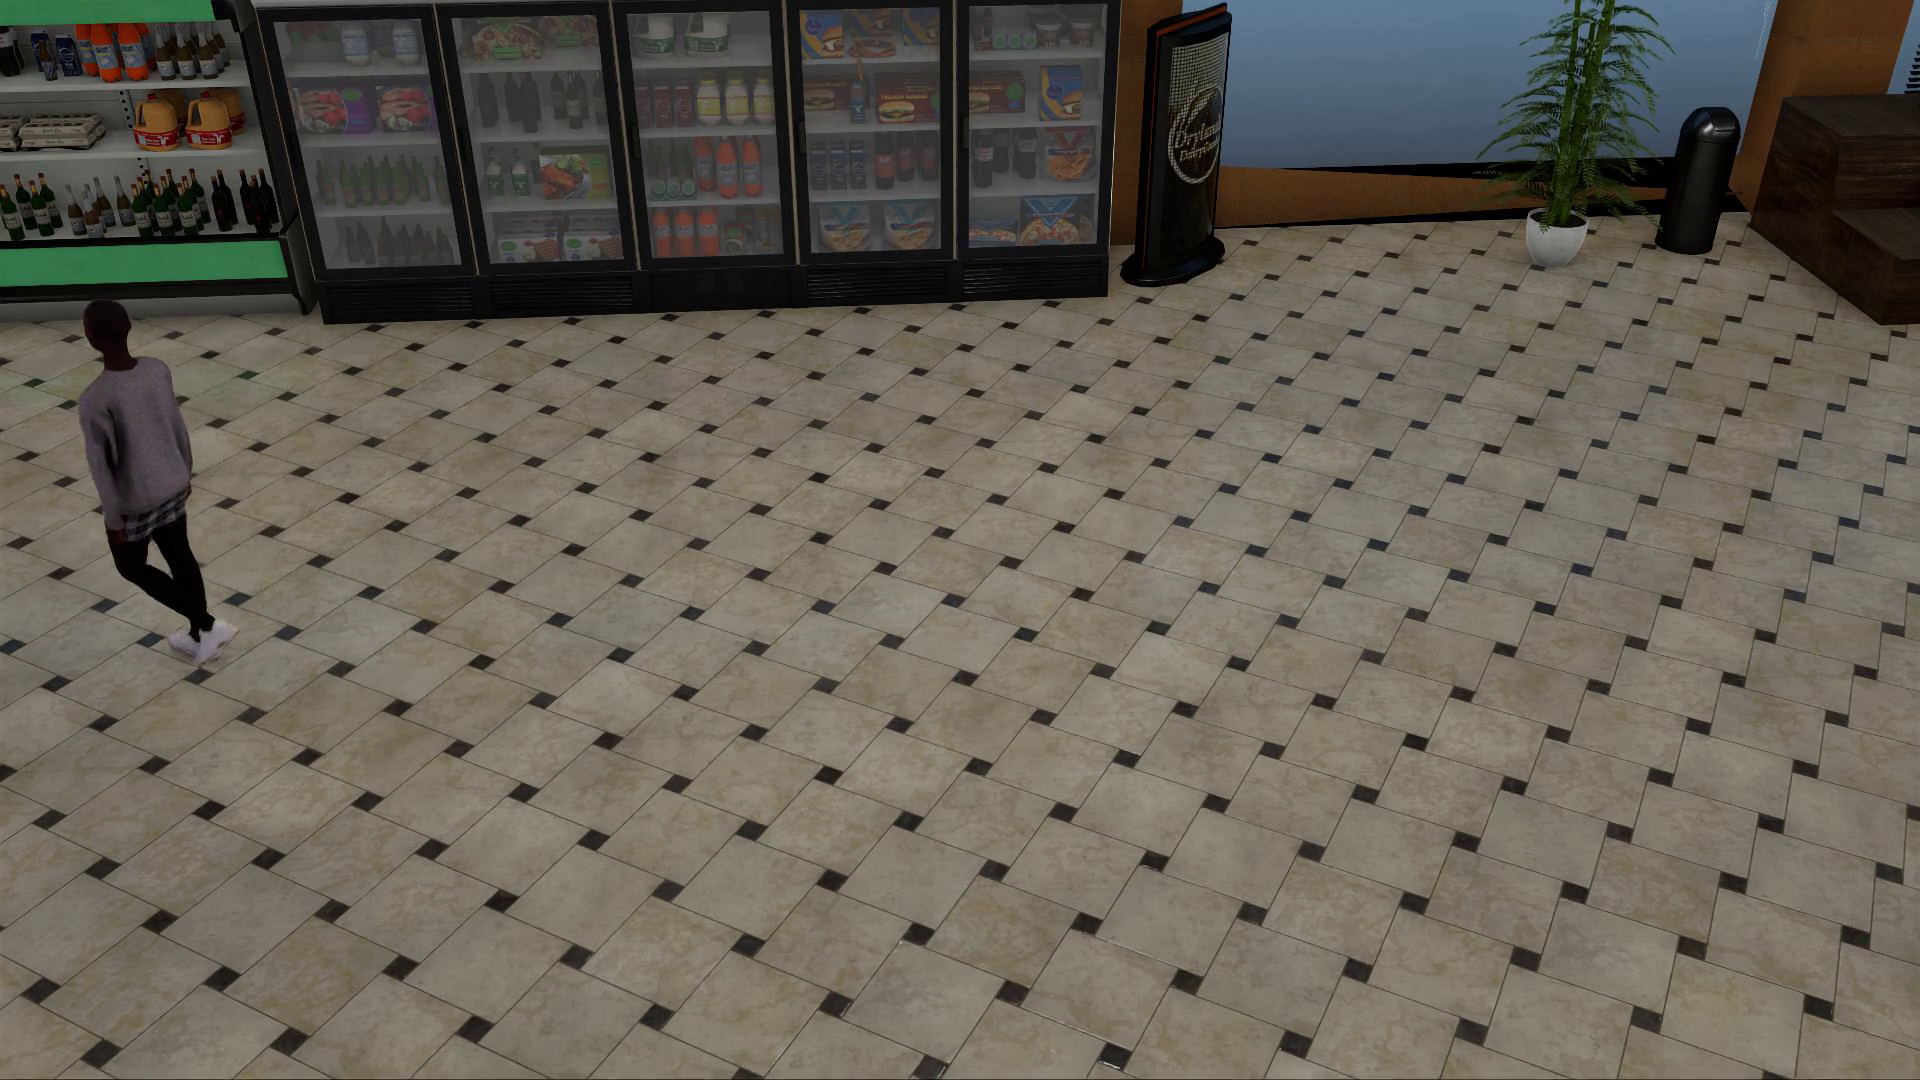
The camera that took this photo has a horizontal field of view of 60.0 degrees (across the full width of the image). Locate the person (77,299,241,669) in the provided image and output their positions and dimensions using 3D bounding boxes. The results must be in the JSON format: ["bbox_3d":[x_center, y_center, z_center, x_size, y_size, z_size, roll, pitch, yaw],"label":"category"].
[{"bbox_3d":[-3.393,-0.179,7.102,0.885,1.763,0.807,12,34,19],"label":"person"}]
